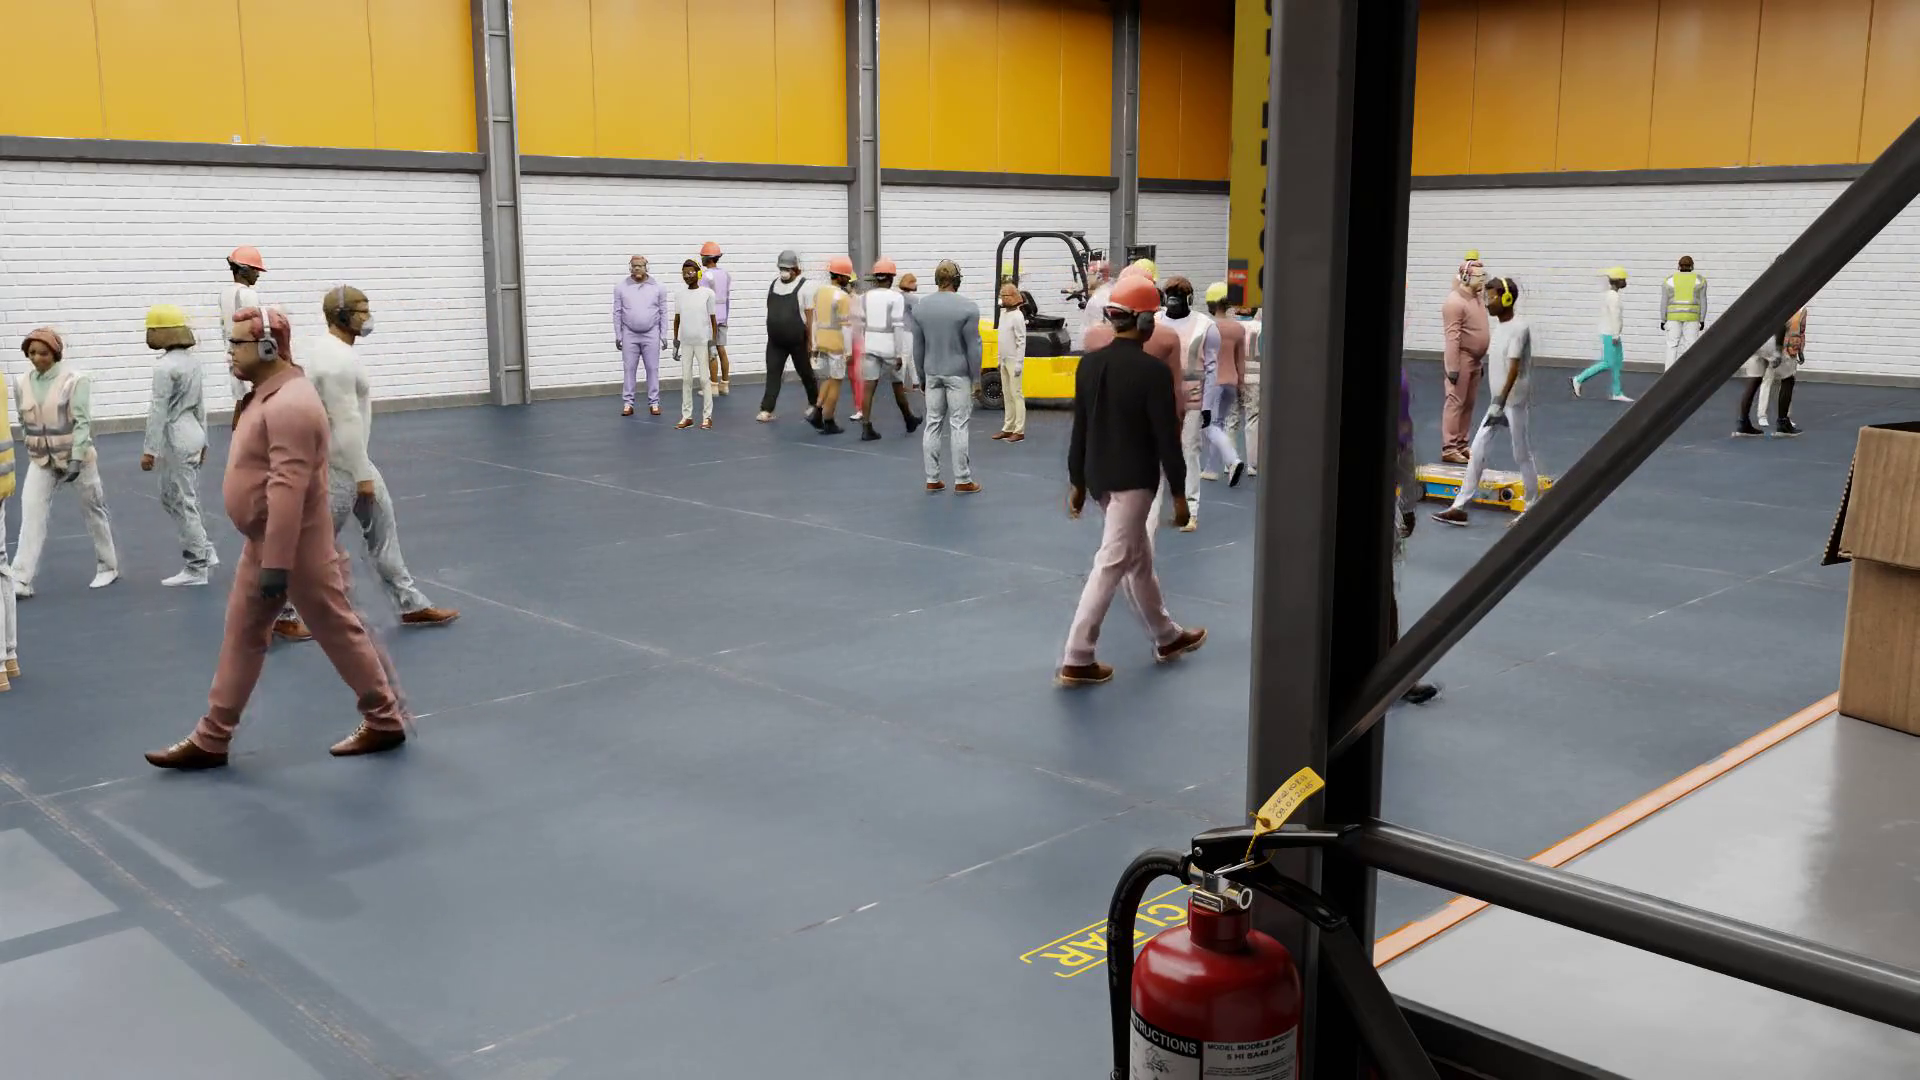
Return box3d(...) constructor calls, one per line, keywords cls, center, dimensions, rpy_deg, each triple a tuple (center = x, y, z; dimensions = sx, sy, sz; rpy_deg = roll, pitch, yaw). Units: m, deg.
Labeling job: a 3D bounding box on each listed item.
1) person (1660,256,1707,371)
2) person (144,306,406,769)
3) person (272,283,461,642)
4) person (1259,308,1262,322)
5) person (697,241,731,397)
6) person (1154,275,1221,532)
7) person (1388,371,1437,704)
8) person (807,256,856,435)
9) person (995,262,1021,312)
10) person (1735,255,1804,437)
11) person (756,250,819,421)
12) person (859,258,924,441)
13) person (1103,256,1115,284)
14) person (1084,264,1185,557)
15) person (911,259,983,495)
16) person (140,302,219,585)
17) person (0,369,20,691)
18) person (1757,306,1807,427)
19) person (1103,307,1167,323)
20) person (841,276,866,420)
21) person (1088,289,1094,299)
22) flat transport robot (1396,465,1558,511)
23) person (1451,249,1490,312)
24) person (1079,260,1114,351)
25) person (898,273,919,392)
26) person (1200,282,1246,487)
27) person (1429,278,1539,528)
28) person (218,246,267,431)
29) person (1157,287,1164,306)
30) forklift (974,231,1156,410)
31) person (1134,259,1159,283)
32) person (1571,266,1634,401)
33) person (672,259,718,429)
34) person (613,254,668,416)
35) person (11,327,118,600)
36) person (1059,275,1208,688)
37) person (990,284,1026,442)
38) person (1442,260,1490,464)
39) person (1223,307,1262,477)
box3d(cls="person", center=(10.438, -3.174, 24.009), dimensions=(0.623, 1.840, 0.429), rpy_deg=(5, 11, 25))
box3d(cls="person", center=(-2.743, 0.001, 6.648), dimensions=(0.986, 1.852, 0.664), rpy_deg=(-7, 12, -32))
box3d(cls="person", center=(-3.263, -0.402, 8.781), dimensions=(1.033, 1.890, 0.653), rpy_deg=(-3, 11, -18))
box3d(cls="person", center=(3.690, -2.244, 19.418), dimensions=(0.741, 1.649, 0.600), rpy_deg=(-9, 13, -39))
box3d(cls="person", center=(-3.284, -2.923, 22.062), dimensions=(0.361, 2.048, 0.614), rpy_deg=(5, 12, 27))
box3d(cls="person", center=(1.548, -0.984, 12.049), dimensions=(0.627, 1.847, 0.429), rpy_deg=(4, 11, 23))
box3d(cls="person", center=(1.799, -0.167, 7.474), dimensions=(0.701, 1.891, 0.481), rpy_deg=(2, 11, 11))
box3d(cls="person", center=(-1.326, -2.064, 17.755), dimensions=(0.393, 1.917, 0.567), rpy_deg=(-9, 14, -42))
box3d(cls="person", center=(0.636, -2.754, 21.878), dimensions=(0.908, 1.787, 0.608), rpy_deg=(0, 10, -2))
box3d(cls="person", center=(8.650, -2.043, 17.578), dimensions=(0.777, 1.934, 0.635), rpy_deg=(-1, 10, -8))
box3d(cls="person", center=(-1.961, -2.425, 19.368), dimensions=(0.688, 2.000, 1.026), rpy_deg=(5, 11, 24))
box3d(cls="person", center=(-0.755, -2.012, 17.524), dimensions=(0.553, 1.885, 1.003), rpy_deg=(5, 12, 27))
box3d(cls="person", center=(1.927, -3.045, 23.211), dimensions=(0.519, 1.874, 0.326), rpy_deg=(-7, 13, -35))
box3d(cls="person", center=(1.068, -0.718, 10.281), dimensions=(0.637, 1.964, 0.900), rpy_deg=(2, 11, 11))
box3d(cls="person", center=(-0.097, -1.337, 13.713), dimensions=(0.632, 1.940, 0.372), rpy_deg=(5, 12, 25))
box3d(cls="person", center=(-4.780, -0.570, 10.099), dimensions=(0.356, 1.730, 0.495), rpy_deg=(-1, 10, -7))
box3d(cls="person", center=(-4.659, -0.200, 7.782), dimensions=(0.429, 1.843, 0.632), rpy_deg=(-3, 11, -17))
box3d(cls="person", center=(9.188, -2.084, 18.600), dimensions=(0.522, 1.640, 0.306), rpy_deg=(-1, 10, -3))
box3d(cls="person", center=(1.444, -1.266, 13.447), dimensions=(0.629, 1.895, 0.655), rpy_deg=(5, 11, 24))
box3d(cls="person", center=(-1.278, -2.244, 19.202), dimensions=(0.533, 1.733, 0.733), rpy_deg=(5, 11, 23))
box3d(cls="person", center=(1.557, -1.825, 17.280), dimensions=(0.683, 1.609, 0.546), rpy_deg=(1, 10, 6))
box3d(cls="flat transport robot", center=(4.113, -0.433, 13.337), dimensions=(0.652, 0.197, 1.431), rpy_deg=(-10, 14, -44))
box3d(cls="person", center=(8.067, -3.641, 26.353), dimensions=(0.602, 1.910, 0.540), rpy_deg=(2, 11, 10))
box3d(cls="person", center=(1.411, -1.814, 16.437), dimensions=(0.594, 1.890, 0.656), rpy_deg=(4, 11, 19))
box3d(cls="person", center=(-0.625, -2.817, 22.659), dimensions=(0.719, 1.606, 0.525), rpy_deg=(-7, 13, -35))
box3d(cls="person", center=(2.240, -1.328, 14.212), dimensions=(0.532, 1.746, 0.751), rpy_deg=(-6, 12, -30))
box3d(cls="person", center=(3.871, -0.970, 12.048), dimensions=(0.933, 1.822, 0.538), rpy_deg=(-3, 11, -13))
box3d(cls="person", center=(-6.324, -1.588, 14.828), dimensions=(0.605, 2.034, 0.390), rpy_deg=(9, 14, 40))
box3d(cls="person", center=(1.850, -1.544, 15.600), dimensions=(0.446, 1.668, 0.552), rpy_deg=(-3, 11, -17))
box3d(cls="forklift", center=(1.222, -2.721, 20.561), dimensions=(2.313, 2.155, 1.214), rpy_deg=(2, 11, 13))
box3d(cls="person", center=(1.748, -1.860, 16.783), dimensions=(0.385, 1.918, 0.612), rpy_deg=(-3, 11, -18))
box3d(cls="person", center=(8.314, -2.646, 21.372), dimensions=(0.715, 1.748, 0.531), rpy_deg=(4, 11, 21))
box3d(cls="person", center=(-2.929, -2.147, 18.347), dimensions=(0.538, 1.860, 0.313), rpy_deg=(2, 11, 12))
box3d(cls="person", center=(-3.784, -2.426, 19.738), dimensions=(0.643, 1.910, 0.400), rpy_deg=(-1, 10, -8))
box3d(cls="person", center=(-5.332, -0.451, 9.822), dimensions=(0.505, 1.593, 0.830), rpy_deg=(1, 10, 4))
box3d(cls="person", center=(0.848, -0.288, 7.992), dimensions=(1.014, 1.938, 0.644), rpy_deg=(-7, 12, -33))
box3d(cls="person", center=(0.518, -1.827, 17.217), dimensions=(0.286, 1.633, 0.500), rpy_deg=(-4, 11, -22))
box3d(cls="person", center=(4.756, -1.664, 15.620), dimensions=(0.401, 1.902, 0.646), rpy_deg=(8, 13, 38))
box3d(cls="person", center=(2.536, -1.383, 14.781), dimensions=(0.513, 1.640, 0.309), rpy_deg=(9, 14, 42))
